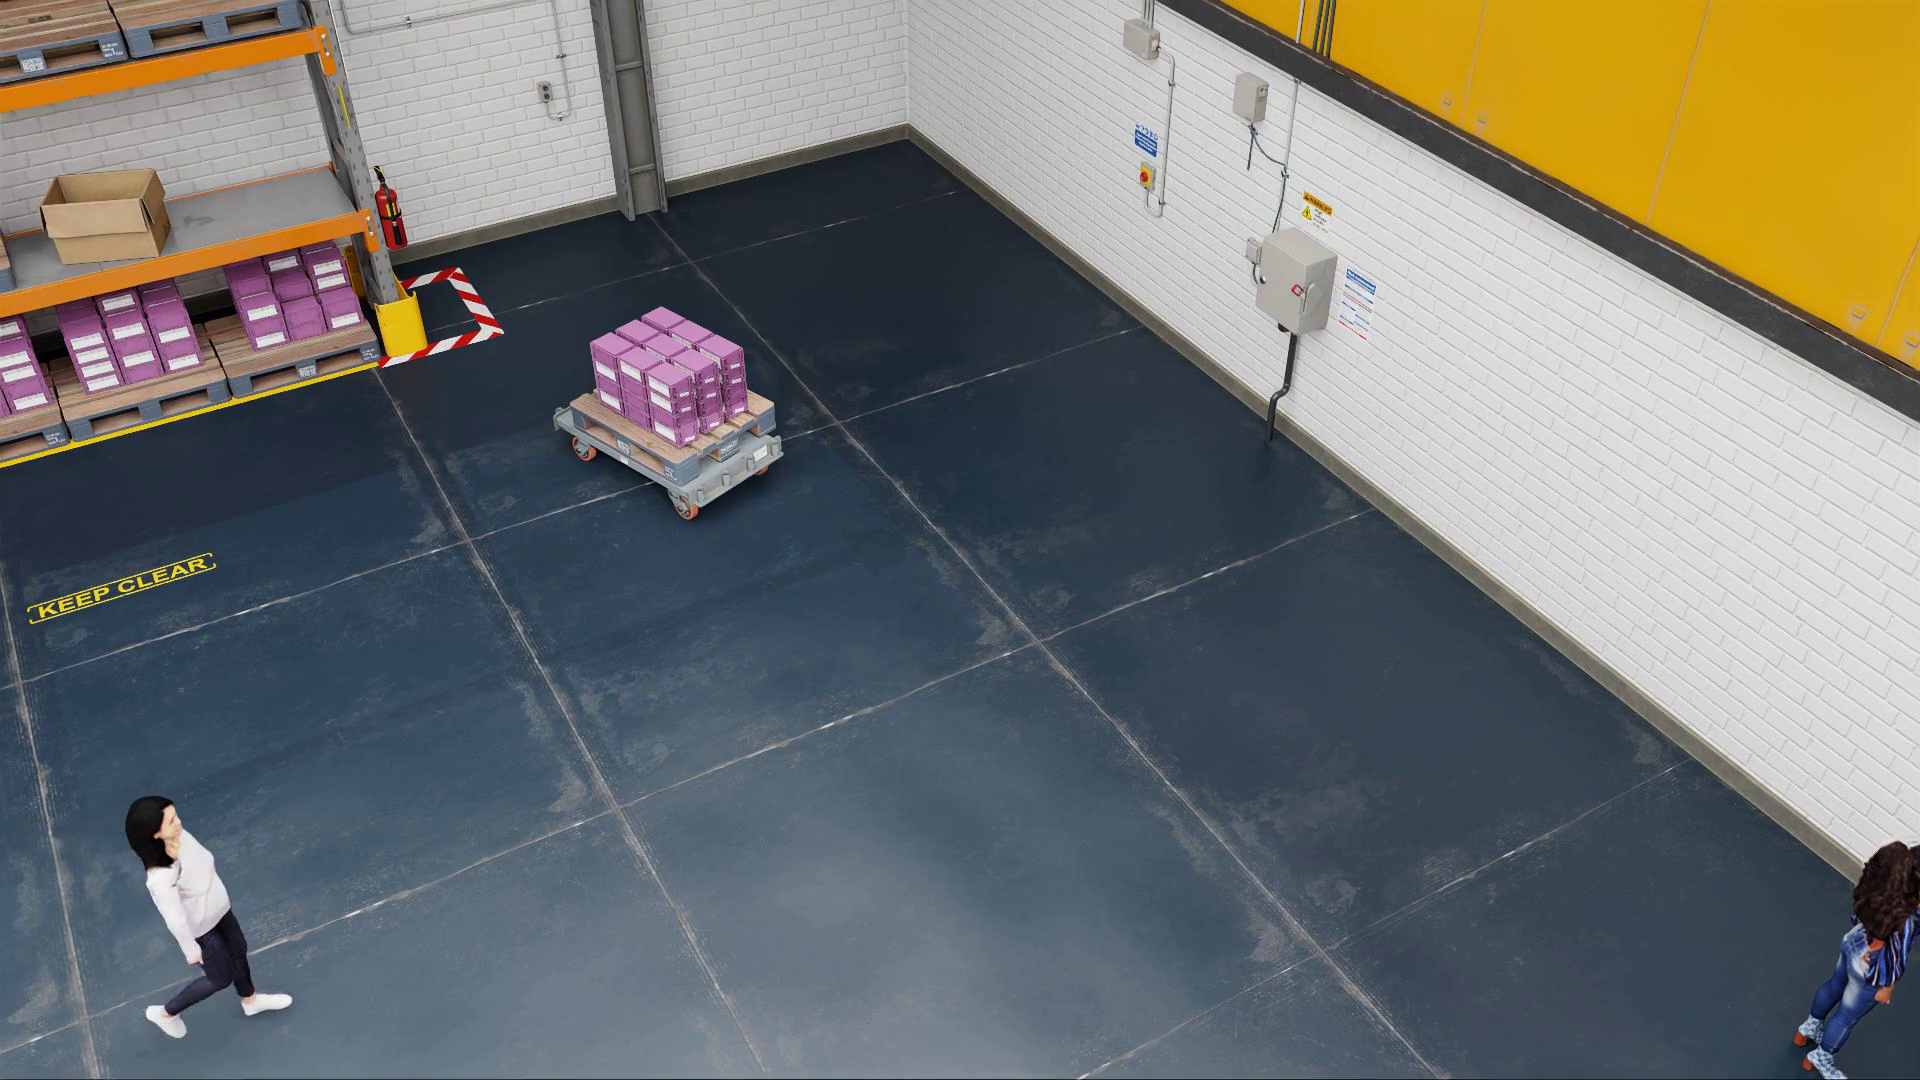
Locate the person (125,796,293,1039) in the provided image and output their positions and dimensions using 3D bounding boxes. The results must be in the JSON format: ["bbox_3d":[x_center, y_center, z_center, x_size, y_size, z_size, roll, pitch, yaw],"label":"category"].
[{"bbox_3d":[-3.899,1.911,8.336,0.949,1.687,0.752,-10,40,-12],"label":"person"}]

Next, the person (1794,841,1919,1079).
[{"bbox_3d":[4.482,2.071,8.200,0.743,1.607,0.695,7,39,9],"label":"person"}]
